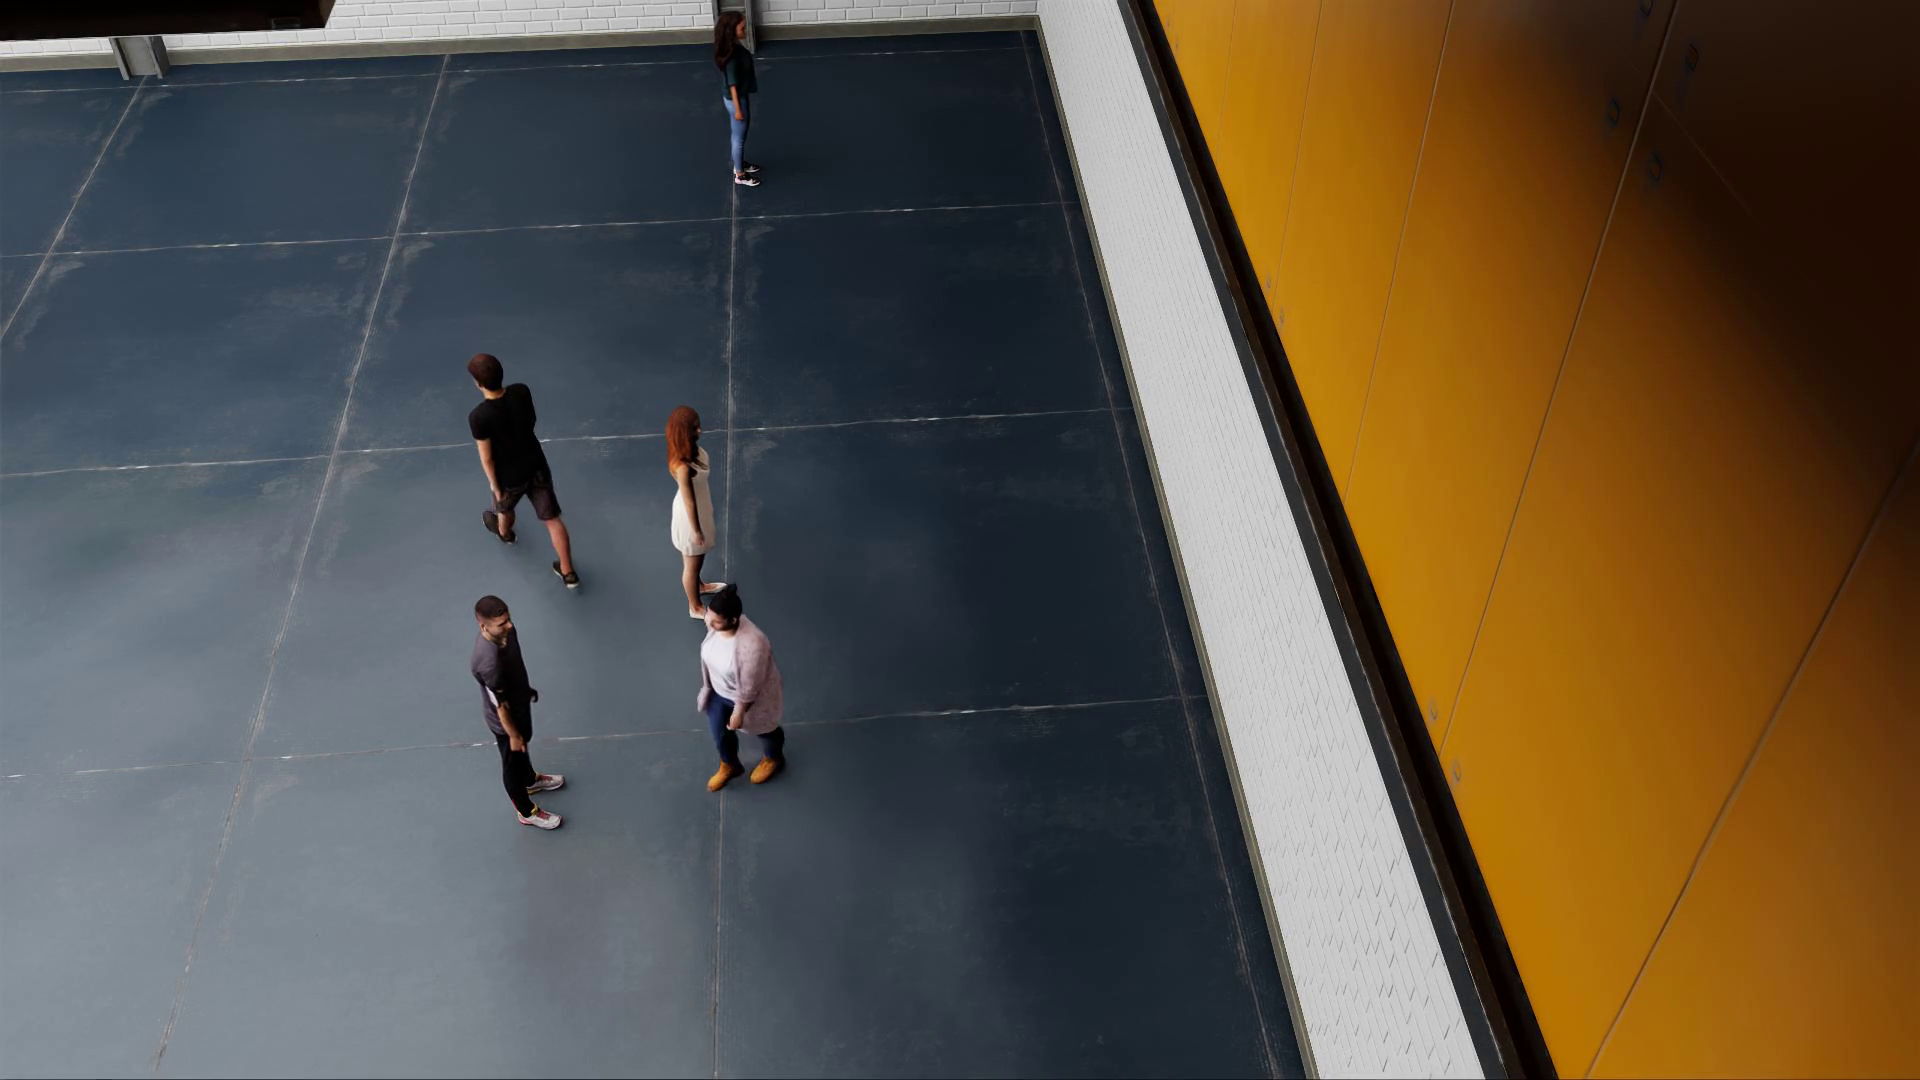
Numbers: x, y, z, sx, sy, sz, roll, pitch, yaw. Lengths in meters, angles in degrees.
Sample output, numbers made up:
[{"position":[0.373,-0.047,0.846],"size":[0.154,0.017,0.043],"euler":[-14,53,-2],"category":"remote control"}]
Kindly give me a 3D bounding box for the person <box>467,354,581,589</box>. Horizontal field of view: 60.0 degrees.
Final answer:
[{"position":[-2.890,-0.418,11.113],"size":[1.245,1.807,1.231],"euler":[-32,52,-29],"category":"person"}]

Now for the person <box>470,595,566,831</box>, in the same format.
[{"position":[-2.613,0.981,9.677],"size":[0.538,1.762,0.627],"euler":[-2,44,-2],"category":"person"}]

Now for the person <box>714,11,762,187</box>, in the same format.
[{"position":[-2.005,-3.994,15.004],"size":[0.575,1.615,0.587],"euler":[-2,44,-2],"category":"person"}]

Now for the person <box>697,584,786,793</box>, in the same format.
[{"position":[-1.204,0.835,9.856],"size":[0.861,1.726,0.920],"euler":[33,53,30],"category":"person"}]

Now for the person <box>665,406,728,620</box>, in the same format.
[{"position":[-1.764,-0.190,10.945],"size":[0.526,1.707,0.552],"euler":[-2,44,-2],"category":"person"}]
